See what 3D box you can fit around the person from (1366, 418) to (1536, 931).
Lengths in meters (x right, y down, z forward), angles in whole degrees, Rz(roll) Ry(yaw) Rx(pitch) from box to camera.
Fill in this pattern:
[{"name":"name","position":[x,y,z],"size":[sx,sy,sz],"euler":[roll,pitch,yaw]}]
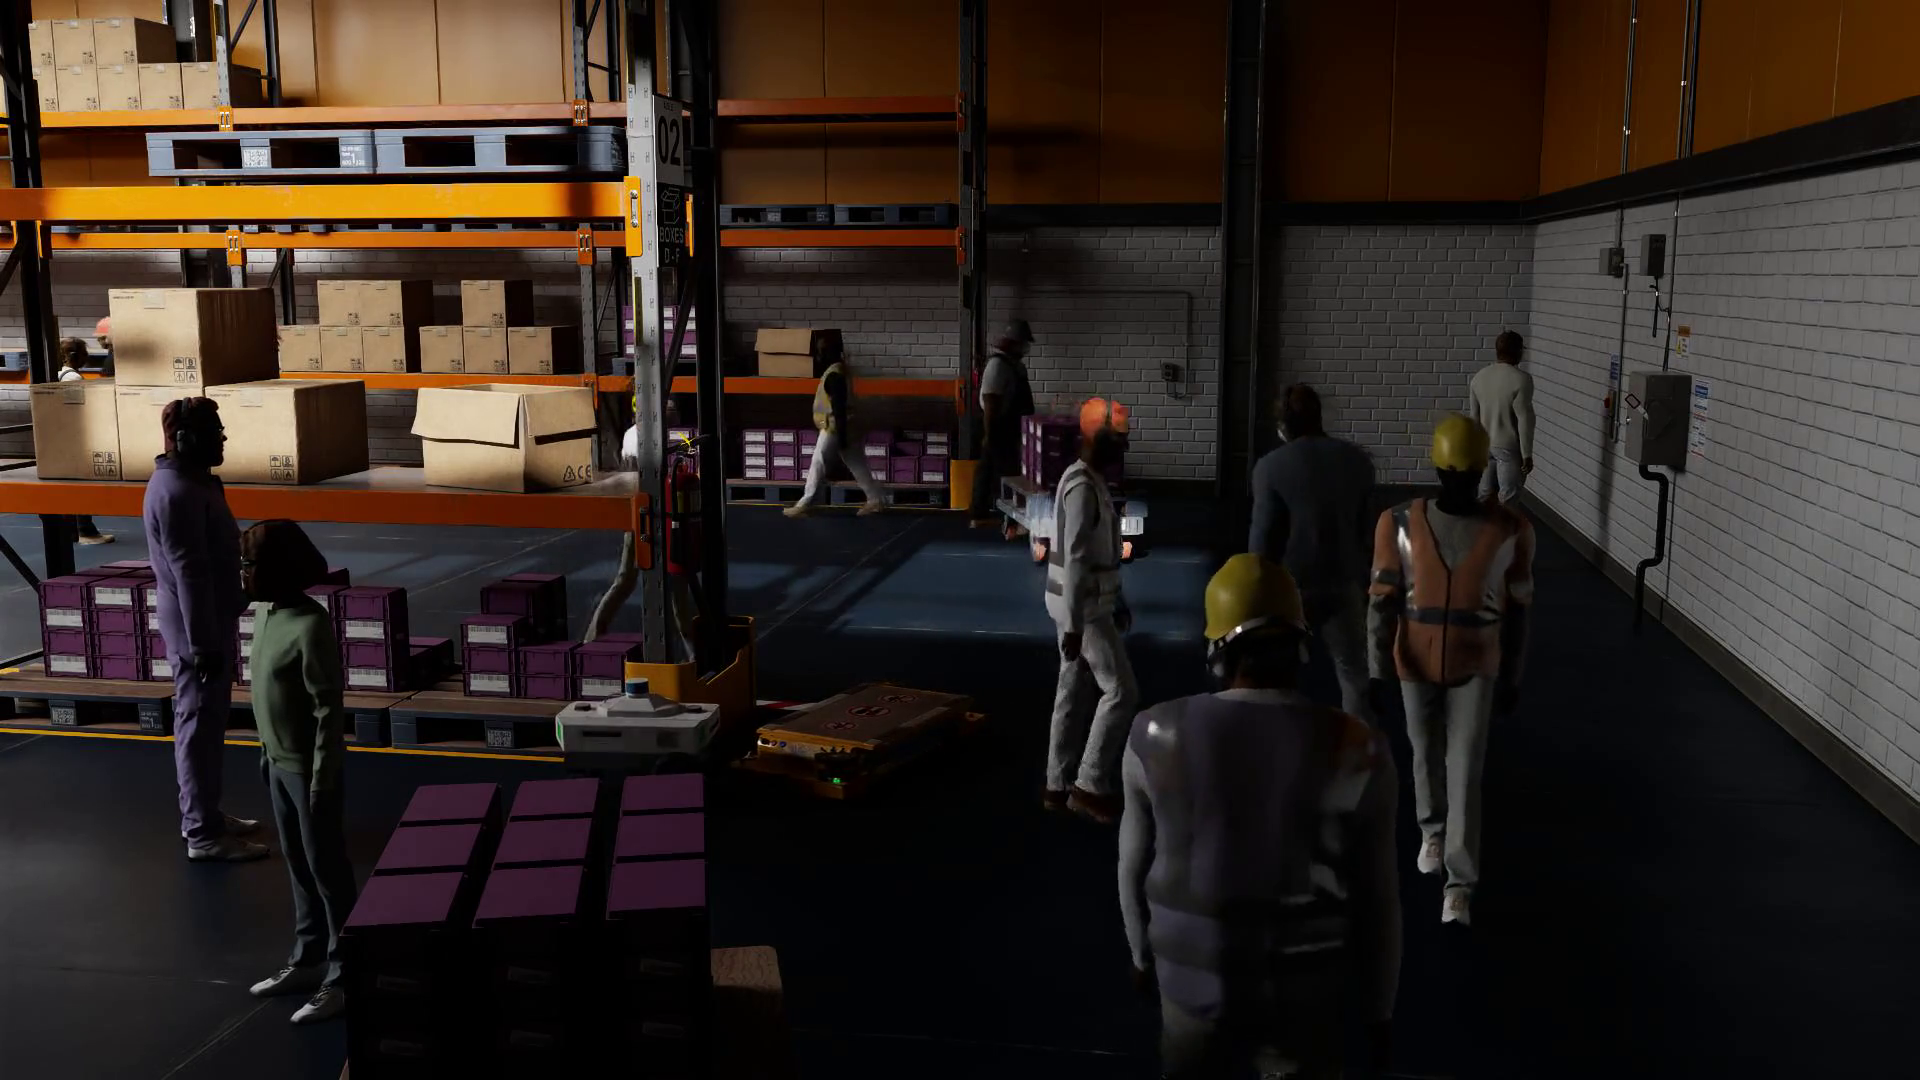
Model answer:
[{"name":"person","position":[1.855,0.465,6.331],"size":[0.591,1.872,1.014],"euler":[4,10,21]}]

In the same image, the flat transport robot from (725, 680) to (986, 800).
[{"name":"flat transport robot","position":[-0.478,0.957,8.220],"size":[0.652,0.197,1.431],"euler":[5,10,27]}]

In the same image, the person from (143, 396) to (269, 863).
[{"name":"person","position":[-3.101,0.362,6.851],"size":[0.409,1.906,0.652],"euler":[-5,10,-26]}]

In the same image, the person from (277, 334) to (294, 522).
[{"name":"person","position":[-6.655,-1.133,16.020],"size":[0.347,1.943,0.544],"euler":[-5,10,-28]}]

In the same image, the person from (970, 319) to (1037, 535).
[{"name":"person","position":[0.389,-1.073,15.341],"size":[0.710,2.000,0.692],"euler":[2,9,13]}]

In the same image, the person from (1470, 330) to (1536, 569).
[{"name":"person","position":[4.400,-0.722,13.482],"size":[0.372,1.940,0.627],"euler":[-5,10,-29]}]

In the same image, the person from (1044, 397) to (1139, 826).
[{"name":"person","position":[0.612,0.308,7.305],"size":[0.548,1.864,0.585],"euler":[0,9,2]}]

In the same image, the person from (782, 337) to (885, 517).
[{"name":"person","position":[-1.209,-1.102,16.352],"size":[1.013,1.783,0.644],"euler":[0,9,2]}]

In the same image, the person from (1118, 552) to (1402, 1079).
[{"name":"person","position":[0.648,0.931,3.624],"size":[0.610,1.806,0.444],"euler":[2,9,11]}]

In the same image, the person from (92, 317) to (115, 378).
[{"name":"person","position":[-8.598,-1.308,17.089],"size":[0.976,1.957,0.621],"euler":[0,9,1]}]

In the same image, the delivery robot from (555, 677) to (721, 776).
[{"name":"delivery robot","position":[-1.467,0.871,7.585],"size":[0.707,0.478,0.477],"euler":[1,9,5]}]

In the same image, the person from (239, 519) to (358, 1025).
[{"name":"person","position":[-2.139,0.737,5.375],"size":[0.285,1.631,0.501],"euler":[-8,12,-42]}]

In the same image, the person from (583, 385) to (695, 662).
[{"name":"person","position":[-1.882,-0.089,9.960],"size":[0.987,1.822,0.543],"euler":[2,9,15]}]

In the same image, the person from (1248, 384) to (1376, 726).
[{"name":"person","position":[1.626,0.218,7.845],"size":[0.640,1.888,0.785],"euler":[-2,9,-13]}]

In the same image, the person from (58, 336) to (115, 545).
[{"name":"person","position":[-7.802,-0.877,14.730],"size":[0.508,1.846,0.345],"euler":[8,12,42]}]
